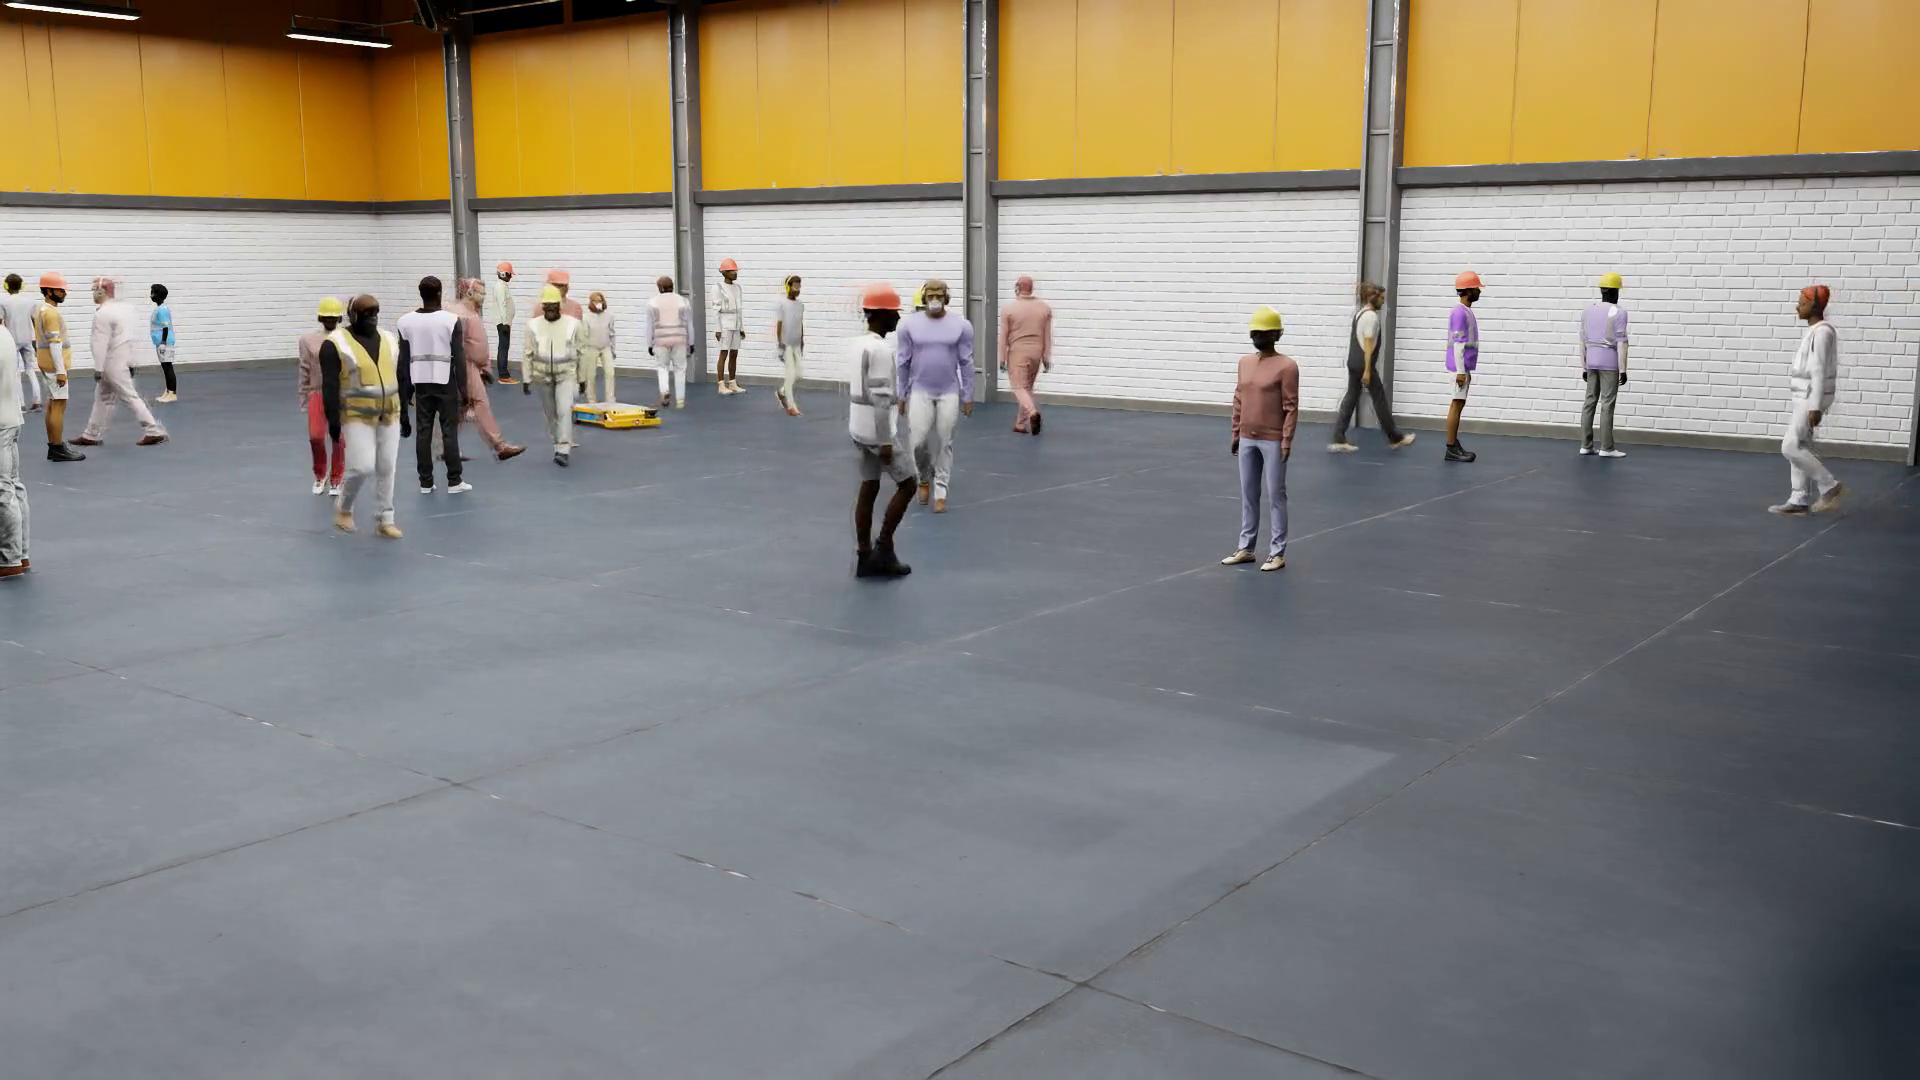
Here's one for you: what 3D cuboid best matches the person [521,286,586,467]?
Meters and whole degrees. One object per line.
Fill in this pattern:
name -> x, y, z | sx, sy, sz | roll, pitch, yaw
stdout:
person -> -4.067, -1.627, 16.593 | 0.612, 1.786, 0.912 | -1, 10, -4

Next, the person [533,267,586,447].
person -> -4.444, -2.024, 18.368 | 0.615, 1.978, 0.704 | -9, 13, -42

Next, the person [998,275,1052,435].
person -> 0.780, -2.144, 19.389 | 0.640, 1.880, 0.820 | -4, 11, -24

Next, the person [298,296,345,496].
person -> -5.474, -1.244, 14.486 | 0.542, 1.739, 0.426 | -3, 10, -17

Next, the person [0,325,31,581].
person -> -6.281, -0.700, 10.776 | 0.372, 1.940, 0.632 | -3, 10, -17

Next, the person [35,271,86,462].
person -> -9.222, -1.770, 17.014 | 0.364, 1.933, 0.552 | -7, 12, -36

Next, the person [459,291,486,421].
person -> -6.148, -2.312, 20.937 | 0.514, 1.676, 0.538 | -3, 10, -15

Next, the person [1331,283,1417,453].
person -> 4.400, -1.813, 17.674 | 0.970, 1.791, 0.530 | -1, 10, -8

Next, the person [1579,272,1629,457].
person -> 6.721, -1.824, 17.346 | 0.361, 1.930, 0.585 | -5, 11, -28

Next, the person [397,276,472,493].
person -> -4.639, -1.362, 14.686 | 0.587, 1.920, 0.392 | 1, 10, 4

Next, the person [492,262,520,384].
person -> -7.428, -3.540, 27.160 | 0.385, 1.990, 0.608 | -3, 10, -18

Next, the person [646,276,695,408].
person -> -3.946, -2.688, 22.704 | 0.665, 1.822, 0.476 | -2, 10, -13

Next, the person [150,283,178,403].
person -> -11.349, -2.796, 23.683 | 0.318, 1.698, 0.535 | -6, 11, -31

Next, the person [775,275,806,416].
person -> -2.256, -2.548, 21.813 | 0.539, 1.847, 0.510 | 9, 13, 43

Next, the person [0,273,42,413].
person -> -12.566, -2.614, 22.155 | 0.400, 1.865, 0.533 | 7, 12, 35

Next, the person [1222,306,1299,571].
person -> 2.021, -0.676, 11.147 | 0.317, 1.767, 0.522 | -8, 13, -40

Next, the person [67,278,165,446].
person -> -9.316, -1.946, 18.281 | 1.021, 1.861, 0.659 | -2, 10, -12

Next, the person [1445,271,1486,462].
person -> 5.151, -1.773, 17.013 | 0.344, 1.942, 0.547 | 4, 10, 21

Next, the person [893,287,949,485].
person -> -0.297, -1.383, 15.119 | 0.618, 1.810, 0.565 | -3, 10, -19

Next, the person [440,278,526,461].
person -> -4.884, -1.717, 16.930 | 0.979, 1.854, 0.656 | 0, 10, -2

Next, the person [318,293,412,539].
person -> -4.382, -0.904, 12.305 | 0.478, 1.830, 0.632 | 8, 13, 39

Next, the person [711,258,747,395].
person -> -3.468, -3.213, 25.088 | 0.360, 2.047, 0.615 | 6, 12, 33

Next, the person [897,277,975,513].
person -> -0.196, -1.178, 13.598 | 0.653, 1.925, 0.435 | -1, 10, -3

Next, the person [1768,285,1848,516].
person -> 6.814, -1.101, 13.314 | 0.461, 1.866, 0.597 | 4, 10, 20

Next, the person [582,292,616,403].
person -> -4.832, -2.518, 22.343 | 0.516, 1.597, 0.735 | -6, 11, -31

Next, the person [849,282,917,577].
person -> -0.477, -0.704, 10.834 | 0.496, 1.924, 0.569 | -4, 10, -21

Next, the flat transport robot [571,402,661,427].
flat transport robot -> -4.365, -1.566, 20.667 | 0.652, 0.197, 1.431 | -8, 13, -39
